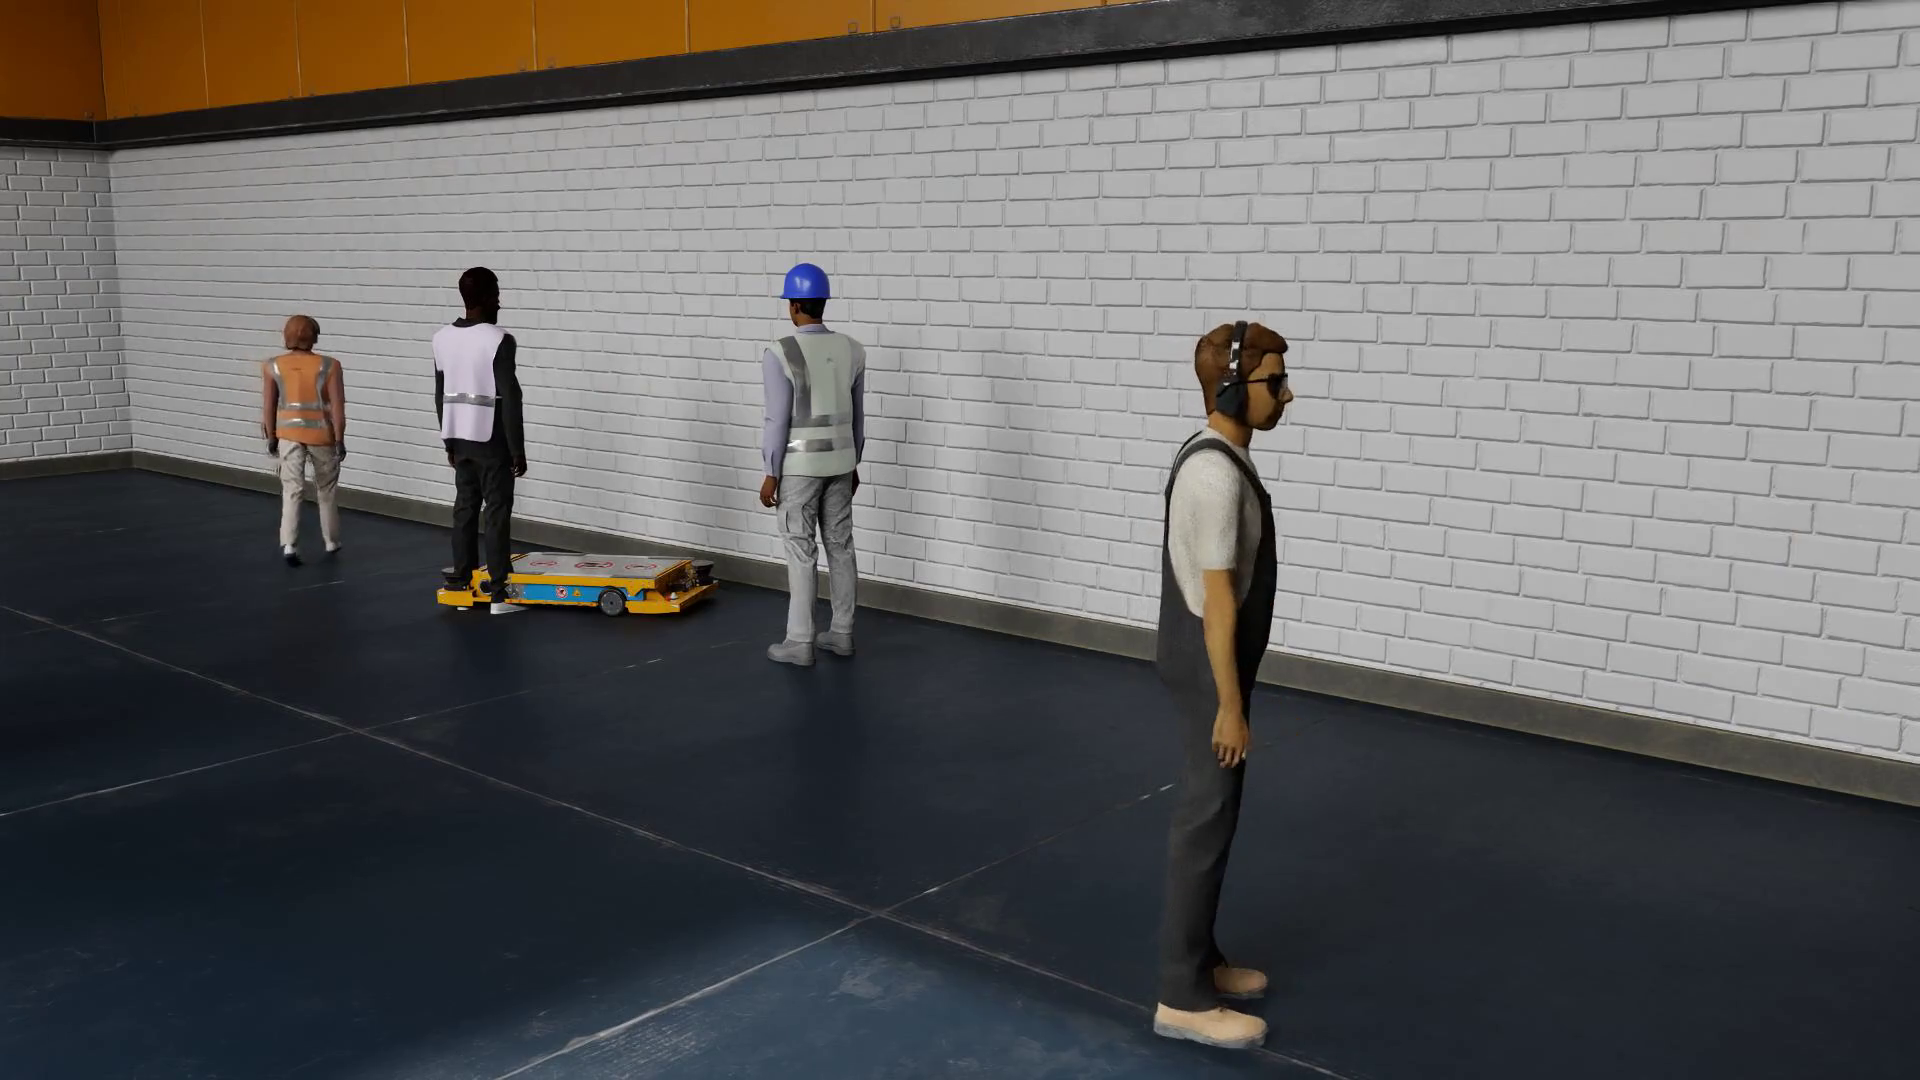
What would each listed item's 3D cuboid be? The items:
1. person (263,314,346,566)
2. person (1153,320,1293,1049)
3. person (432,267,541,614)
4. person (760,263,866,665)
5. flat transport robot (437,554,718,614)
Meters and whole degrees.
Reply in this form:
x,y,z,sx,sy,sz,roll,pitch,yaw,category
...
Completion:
x,y,z,sx,sy,sz,roll,pitch,yaw,category
-4.237,-0.652,10.742,0.526,1.603,0.837,-1,10,-8,person
0.666,0.362,4.275,0.324,1.844,0.515,1,10,6,person
-2.650,-0.543,9.224,0.594,1.919,0.388,6,11,29,person
-0.720,-0.365,8.124,0.388,1.947,0.614,10,14,44,person
-2.166,0.234,9.484,1.431,0.197,0.652,2,10,11,flat transport robot
